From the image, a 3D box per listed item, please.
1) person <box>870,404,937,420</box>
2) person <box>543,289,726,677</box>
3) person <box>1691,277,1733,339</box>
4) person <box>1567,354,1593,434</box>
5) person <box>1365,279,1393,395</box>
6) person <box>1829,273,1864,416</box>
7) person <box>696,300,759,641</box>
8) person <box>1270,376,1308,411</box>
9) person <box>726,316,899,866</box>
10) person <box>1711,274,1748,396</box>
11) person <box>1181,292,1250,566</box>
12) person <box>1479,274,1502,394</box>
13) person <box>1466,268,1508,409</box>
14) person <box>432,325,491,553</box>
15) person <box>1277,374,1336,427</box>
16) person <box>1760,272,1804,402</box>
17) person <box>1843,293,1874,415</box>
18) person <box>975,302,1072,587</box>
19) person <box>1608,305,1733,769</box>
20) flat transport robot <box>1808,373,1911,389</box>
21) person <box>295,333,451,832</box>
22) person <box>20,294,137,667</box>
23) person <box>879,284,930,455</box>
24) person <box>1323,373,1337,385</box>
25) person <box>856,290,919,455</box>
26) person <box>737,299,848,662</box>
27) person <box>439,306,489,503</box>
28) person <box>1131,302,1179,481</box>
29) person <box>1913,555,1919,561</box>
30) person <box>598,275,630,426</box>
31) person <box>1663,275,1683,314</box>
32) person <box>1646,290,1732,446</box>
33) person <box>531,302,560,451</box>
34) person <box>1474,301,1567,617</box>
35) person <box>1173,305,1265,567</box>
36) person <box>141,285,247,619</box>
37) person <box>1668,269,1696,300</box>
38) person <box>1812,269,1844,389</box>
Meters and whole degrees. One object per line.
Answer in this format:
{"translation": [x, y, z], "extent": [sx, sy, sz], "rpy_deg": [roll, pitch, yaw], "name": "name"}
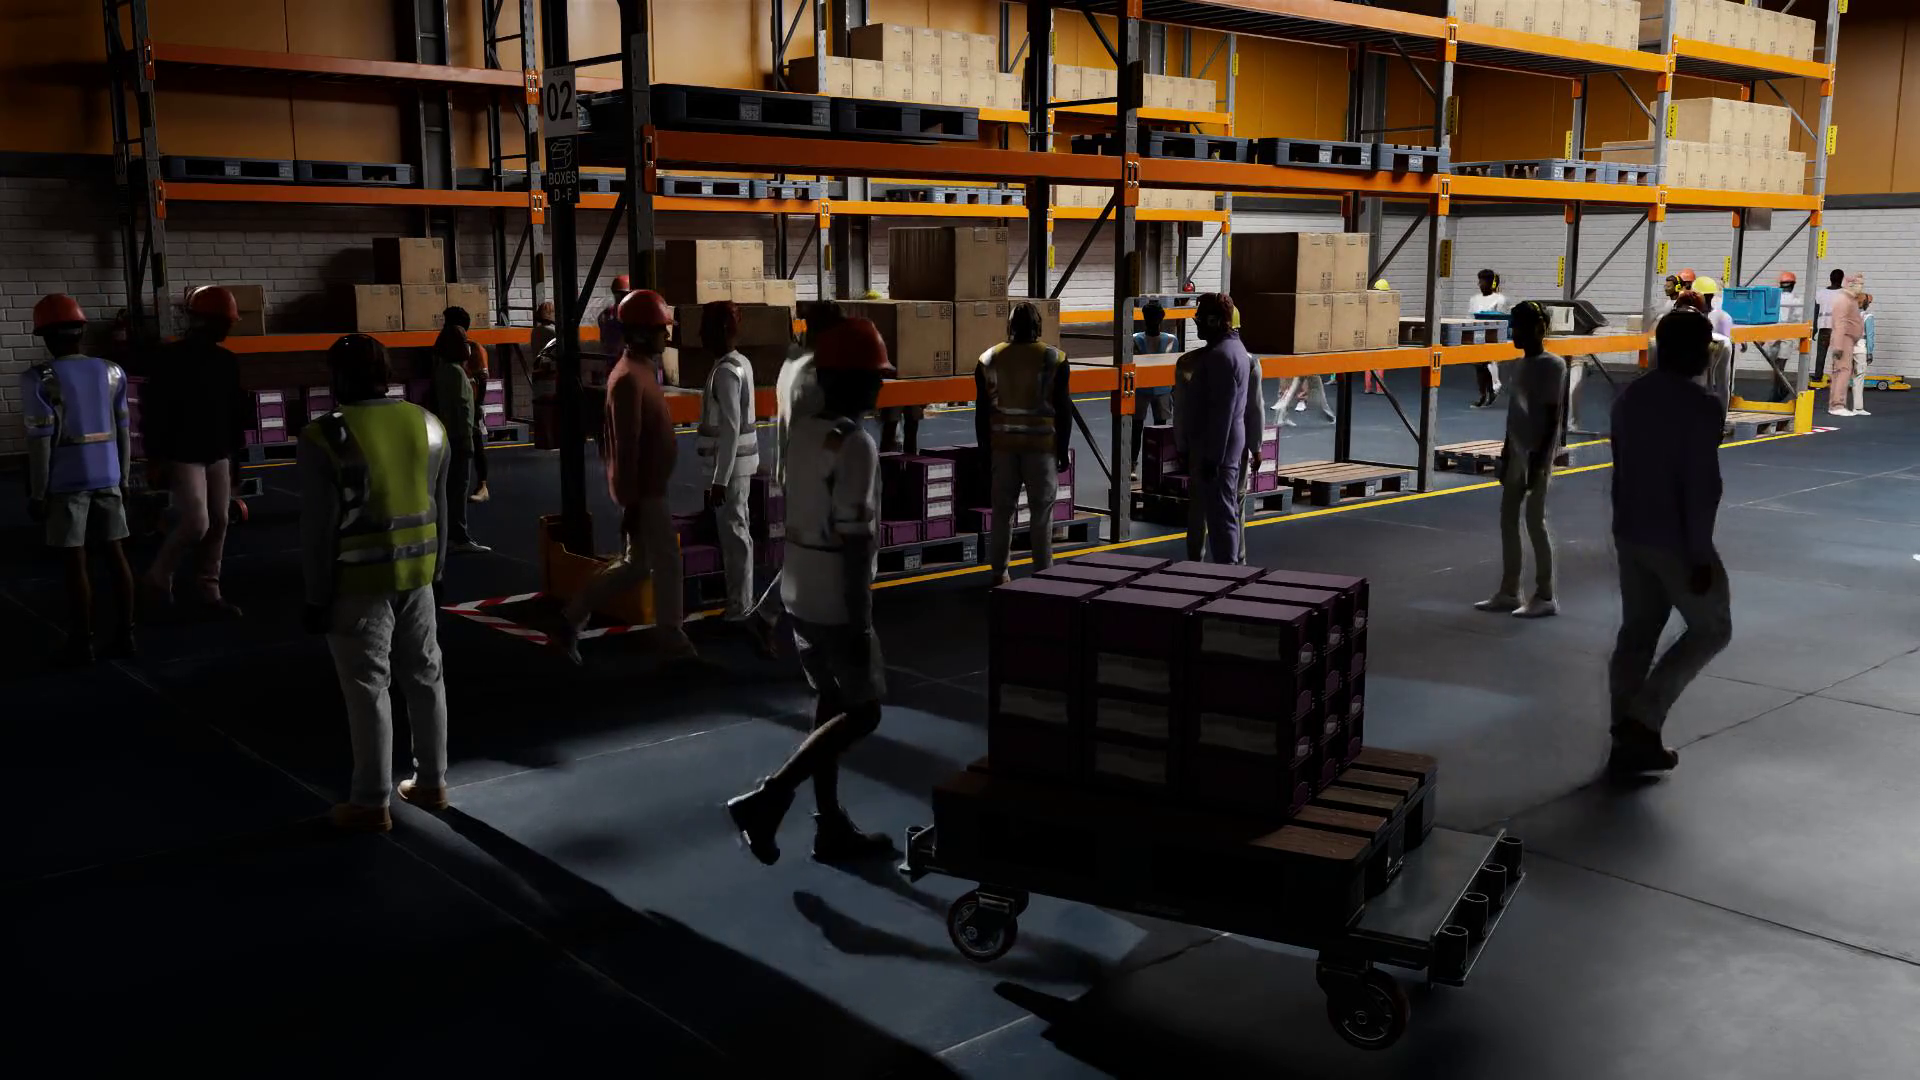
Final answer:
{"translation": [-0.678, -2.462, 21.407], "extent": [1.001, 1.886, 0.645], "rpy_deg": [-9, 13, -42], "name": "person"}
{"translation": [-1.662, -0.268, 8.333], "extent": [0.858, 1.968, 0.621], "rpy_deg": [-1, 10, -6], "name": "person"}
{"translation": [7.411, -1.670, 16.681], "extent": [0.415, 1.922, 0.601], "rpy_deg": [-5, 11, -26], "name": "person"}
{"translation": [7.220, -2.060, 19.801], "extent": [0.552, 1.618, 0.505], "rpy_deg": [8, 12, 38], "name": "person"}
{"translation": [6.416, -3.095, 25.463], "extent": [0.312, 1.768, 0.522], "rpy_deg": [-5, 11, -28], "name": "person"}
{"translation": [11.829, -2.604, 22.205], "extent": [0.402, 1.903, 0.663], "rpy_deg": [6, 11, 32], "name": "person"}
{"translation": [-1.298, -0.382, 9.242], "extent": [0.356, 1.883, 0.573], "rpy_deg": [0, 10, -3], "name": "person"}
{"translation": [4.571, -2.716, 22.842], "extent": [0.652, 1.904, 0.402], "rpy_deg": [8, 12, 38], "name": "person"}
{"translation": [-0.494, 0.208, 5.667], "extent": [0.642, 1.923, 0.557], "rpy_deg": [-6, 11, -31], "name": "person"}
{"translation": [10.742, -2.806, 23.365], "extent": [0.655, 1.905, 0.407], "rpy_deg": [1, 10, 6], "name": "person"}
{"translation": [1.554, -0.558, 10.201], "extent": [0.401, 1.906, 0.649], "rpy_deg": [3, 10, 15], "name": "person"}
{"translation": [8.157, -3.160, 25.577], "extent": [0.422, 1.853, 0.538], "rpy_deg": [2, 10, 11], "name": "person"}
{"translation": [7.266, -2.791, 23.127], "extent": [0.454, 1.949, 0.613], "rpy_deg": [-5, 11, -28], "name": "person"}
{"translation": [-3.605, -0.720, 11.948], "extent": [0.285, 1.633, 0.497], "rpy_deg": [-6, 12, -33], "name": "person"}
{"translation": [4.355, -2.176, 20.586], "extent": [0.858, 1.585, 0.513], "rpy_deg": [0, 10, 1], "name": "person"}
{"translation": [12.166, -2.987, 24.480], "extent": [0.982, 1.878, 0.584], "rpy_deg": [-8, 13, -41], "name": "person"}
{"translation": [12.014, -2.488, 22.283], "extent": [0.309, 1.640, 0.512], "rpy_deg": [-3, 10, -16], "name": "person"}
{"translation": [0.407, -0.586, 10.583], "extent": [0.626, 1.836, 0.428], "rpy_deg": [3, 10, 18], "name": "person"}
{"translation": [2.893, 0.012, 6.802], "extent": [0.447, 1.923, 0.648], "rpy_deg": [-2, 10, -13], "name": "person"}
{"translation": [14.386, -2.555, 26.672], "extent": [1.431, 0.197, 0.652], "rpy_deg": [3, 10, 19], "name": "flat transport robot"}
{"translation": [-2.183, 0.159, 6.190], "extent": [0.430, 1.844, 0.624], "rpy_deg": [6, 12, 33], "name": "person"}
{"translation": [-4.591, -0.306, 8.657], "extent": [0.367, 1.930, 0.542], "rpy_deg": [6, 11, 31], "name": "person"}
{"translation": [-0.495, -1.389, 14.652], "extent": [0.607, 2.048, 0.369], "rpy_deg": [-7, 12, -34], "name": "person"}
{"translation": [6.205, -3.392, 27.205], "extent": [0.313, 1.767, 0.533], "rpy_deg": [-6, 12, -33], "name": "person"}
{"translation": [-0.873, -1.623, 16.801], "extent": [0.925, 1.783, 0.613], "rpy_deg": [-4, 11, -24], "name": "person"}
{"translation": [-0.804, -0.256, 8.437], "extent": [0.575, 1.909, 0.685], "rpy_deg": [-5, 11, -28], "name": "person"}
{"translation": [-4.305, -1.168, 14.383], "extent": [0.537, 1.695, 0.317], "rpy_deg": [5, 11, 29], "name": "person"}
{"translation": [1.807, -1.403, 15.747], "extent": [0.538, 1.698, 0.320], "rpy_deg": [0, 10, -1], "name": "person"}
{"translation": [6.864, -0.728, 11.250], "extent": [0.592, 1.896, 0.623], "rpy_deg": [-5, 11, -29], "name": "person"}
{"translation": [-3.565, -1.834, 17.638], "extent": [0.547, 1.927, 0.415], "rpy_deg": [6, 12, 33], "name": "person"}
{"translation": [9.454, -2.579, 22.141], "extent": [0.326, 1.872, 0.518], "rpy_deg": [-2, 10, -10], "name": "person"}
{"translation": [5.200, -0.844, 11.942], "extent": [0.573, 1.883, 0.356], "rpy_deg": [3, 10, 14], "name": "person"}
{"translation": [-4.513, -1.788, 18.225], "extent": [0.496, 1.629, 0.277], "rpy_deg": [9, 13, 43], "name": "person"}
{"translation": [3.345, -0.468, 9.807], "extent": [0.401, 1.857, 0.542], "rpy_deg": [-3, 10, -16], "name": "person"}
{"translation": [1.703, -0.645, 10.926], "extent": [0.602, 1.830, 0.404], "rpy_deg": [4, 10, 20], "name": "person"}
{"translation": [-4.414, -0.492, 9.643], "extent": [0.569, 1.961, 0.643], "rpy_deg": [4, 10, 20], "name": "person"}
{"translation": [10.464, -2.949, 24.109], "extent": [0.359, 1.938, 0.547], "rpy_deg": [-2, 10, -10], "name": "person"}
{"translation": [13.887, -3.348, 26.498], "extent": [0.597, 1.916, 0.370], "rpy_deg": [7, 12, 37], "name": "person"}
